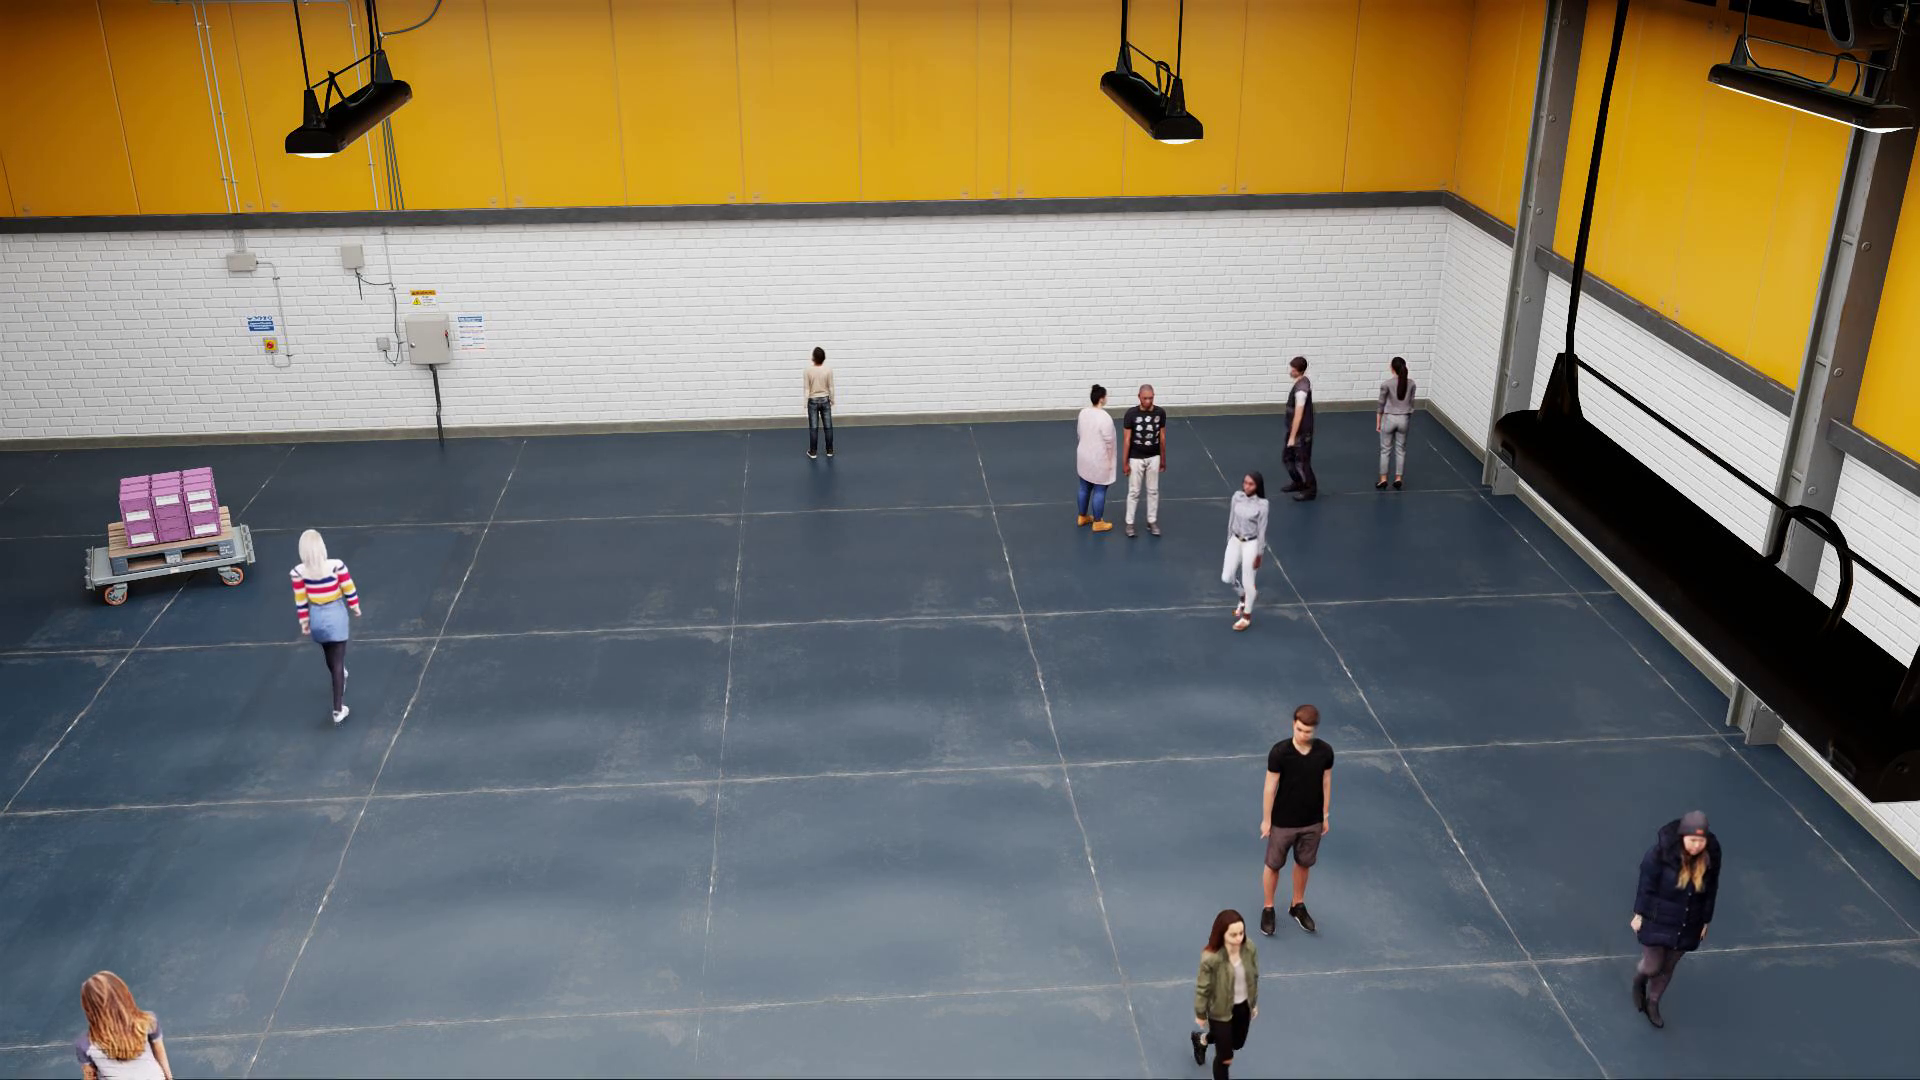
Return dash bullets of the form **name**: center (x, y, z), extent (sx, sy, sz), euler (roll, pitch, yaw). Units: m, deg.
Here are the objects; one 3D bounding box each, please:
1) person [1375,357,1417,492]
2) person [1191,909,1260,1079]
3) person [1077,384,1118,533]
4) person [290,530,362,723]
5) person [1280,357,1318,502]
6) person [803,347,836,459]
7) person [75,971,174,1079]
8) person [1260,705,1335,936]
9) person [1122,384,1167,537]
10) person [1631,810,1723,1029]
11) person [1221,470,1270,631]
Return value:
- **person**: center (5.292, -1.406, 20.246), extent (0.591, 1.670, 0.542), euler (-2, 24, -5)
- **person**: center (1.669, 2.939, 10.567), extent (0.779, 1.462, 0.962), euler (-11, 26, -23)
- **person**: center (1.554, -0.963, 19.142), extent (0.857, 1.743, 0.755), euler (-18, 29, -35)
- **person**: center (-5.735, 0.796, 15.094), extent (0.677, 1.761, 1.122), euler (-3, 24, -6)
- **person**: center (4.137, -1.326, 19.881), extent (0.773, 1.816, 0.679), euler (5, 24, 12)
- **person**: center (-1.807, -1.769, 21.331), extent (0.582, 1.466, 0.552), euler (-5, 24, -12)
- **person**: center (-4.709, 3.256, 9.538), extent (0.775, 1.705, 0.858), euler (-15, 28, -30)
- **person**: center (2.464, 2.015, 12.181), extent (0.658, 1.861, 0.554), euler (-2, 24, -6)
- **person**: center (2.102, -0.930, 18.993), extent (0.669, 1.801, 0.609), euler (-3, 24, -8)
- **person**: center (4.790, 2.515, 11.278), extent (0.691, 1.668, 0.674), euler (1, 24, 1)
- **person**: center (2.938, 0.073, 16.811), extent (0.783, 1.711, 0.845), euler (22, 32, 40)
